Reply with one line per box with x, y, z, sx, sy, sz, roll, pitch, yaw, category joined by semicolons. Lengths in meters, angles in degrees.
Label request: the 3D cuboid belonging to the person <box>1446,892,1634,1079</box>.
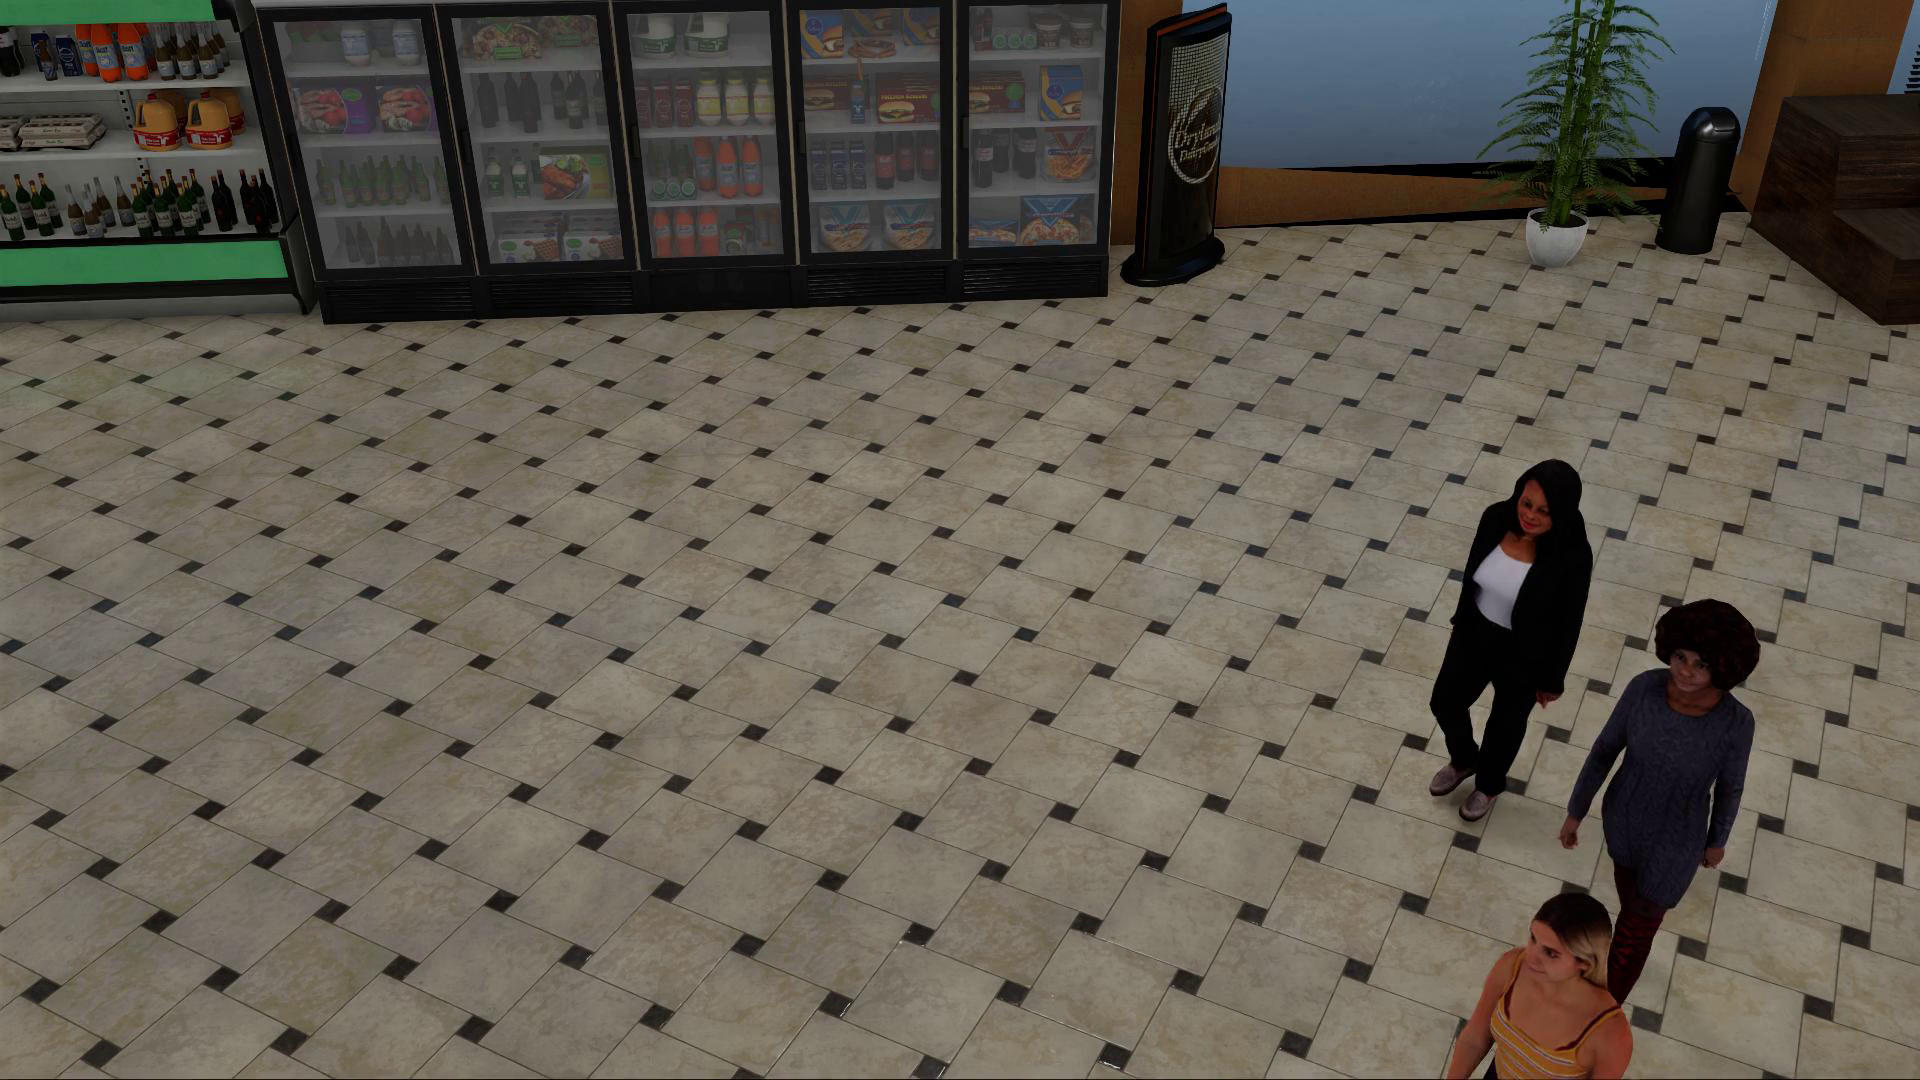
1.580;1.550;4.461;0.728;1.617;0.699;-17;36;-25;person

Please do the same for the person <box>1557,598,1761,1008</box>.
2.296;0.904;5.451;1.170;1.666;1.045;-27;41;-37;person

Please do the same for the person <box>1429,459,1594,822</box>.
2.144;0.363;6.379;0.836;1.605;0.791;-27;41;-37;person
